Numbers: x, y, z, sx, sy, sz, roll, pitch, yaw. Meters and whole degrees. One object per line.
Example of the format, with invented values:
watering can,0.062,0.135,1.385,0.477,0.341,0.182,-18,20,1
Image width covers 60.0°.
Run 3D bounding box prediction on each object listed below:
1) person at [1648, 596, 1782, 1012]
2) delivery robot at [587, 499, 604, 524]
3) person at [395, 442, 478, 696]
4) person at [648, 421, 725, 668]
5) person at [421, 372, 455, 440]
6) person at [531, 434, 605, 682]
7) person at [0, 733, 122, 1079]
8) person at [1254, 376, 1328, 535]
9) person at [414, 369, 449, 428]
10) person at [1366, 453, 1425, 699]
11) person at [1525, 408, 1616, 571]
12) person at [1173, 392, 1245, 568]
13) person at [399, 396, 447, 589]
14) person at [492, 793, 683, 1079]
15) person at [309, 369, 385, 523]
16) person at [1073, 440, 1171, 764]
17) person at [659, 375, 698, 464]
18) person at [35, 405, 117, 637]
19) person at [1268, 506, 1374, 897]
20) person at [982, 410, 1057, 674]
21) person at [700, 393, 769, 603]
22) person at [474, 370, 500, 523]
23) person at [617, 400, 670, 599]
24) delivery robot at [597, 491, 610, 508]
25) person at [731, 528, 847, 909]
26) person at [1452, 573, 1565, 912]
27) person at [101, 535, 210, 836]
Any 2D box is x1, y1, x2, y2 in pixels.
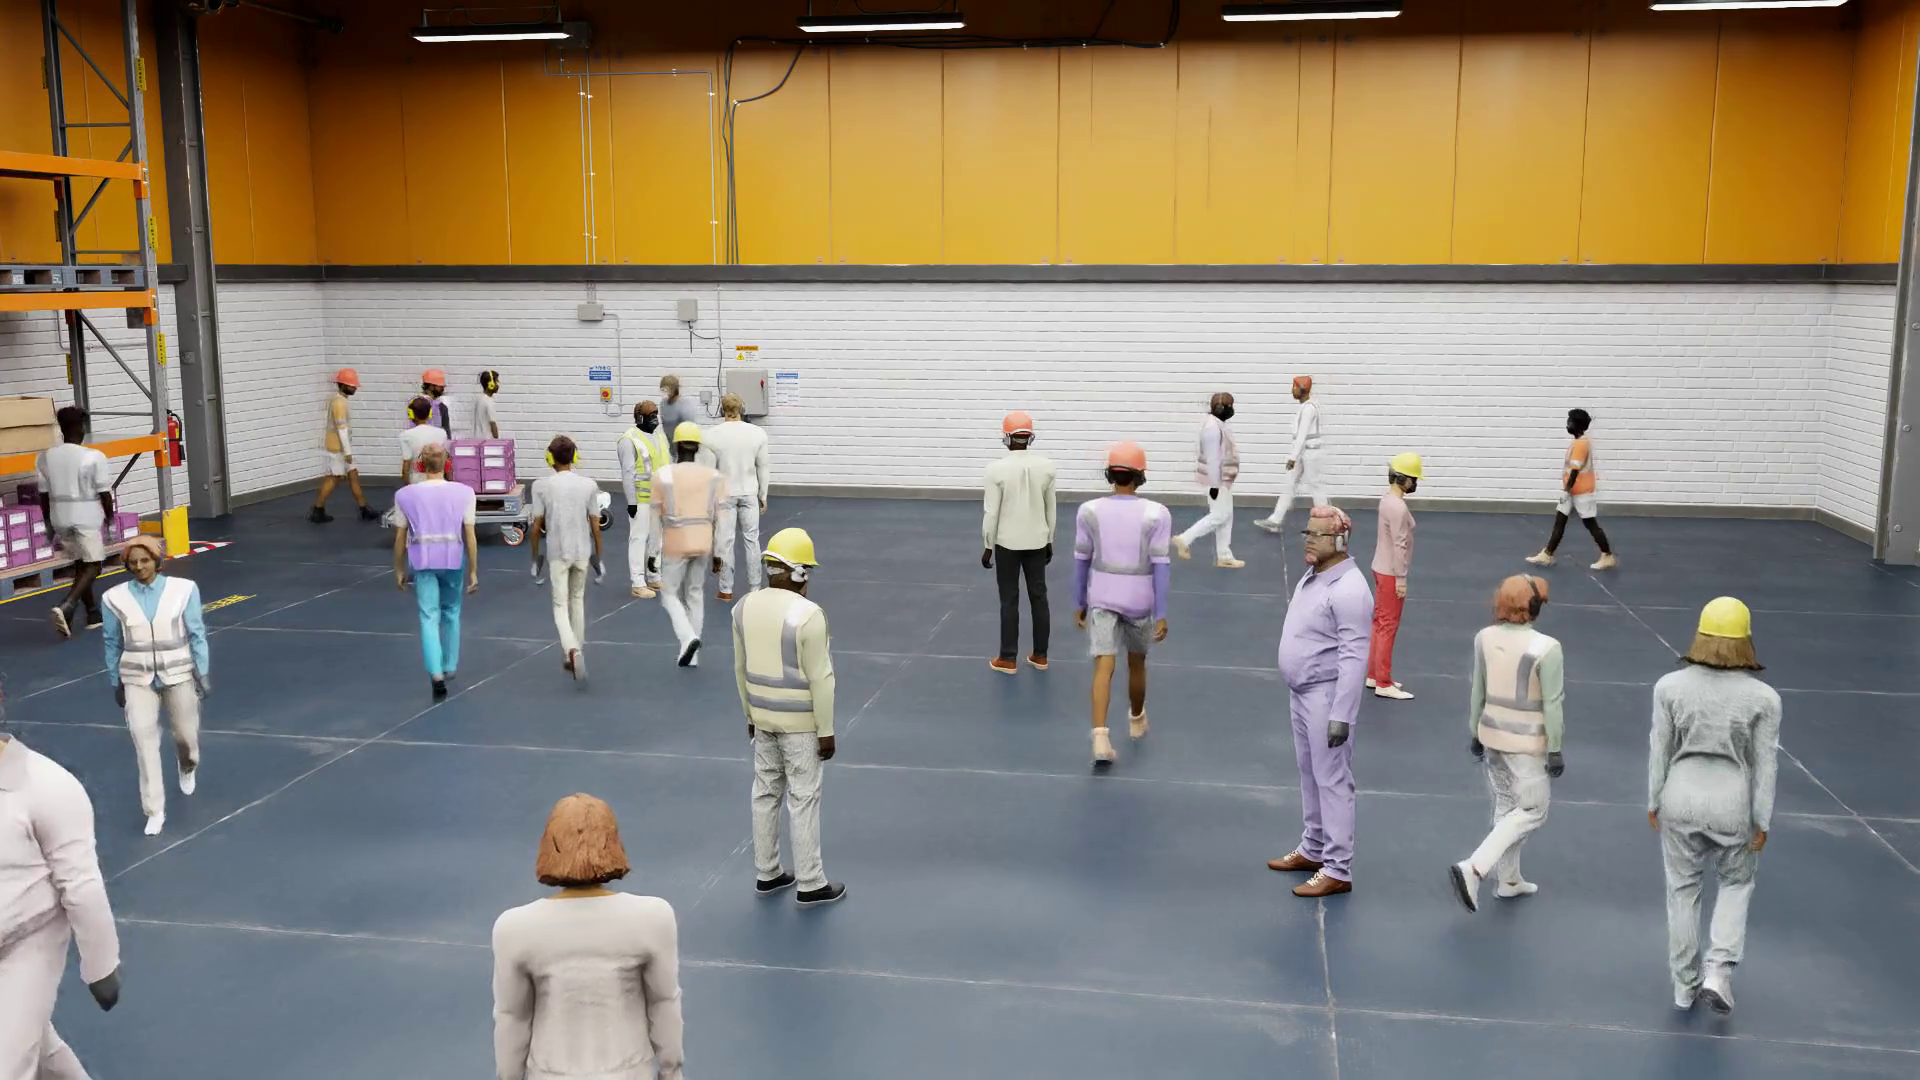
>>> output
person,3.057,1.088,6.795,0.485,1.730,0.383,5,11,29
delivery robot,-4.464,-0.360,19.111,0.707,0.478,0.477,0,9,-2
person,-3.787,0.200,12.056,0.578,1.812,0.915,-3,10,-17
person,-2.066,0.054,12.652,0.609,1.901,0.539,-5,10,-28
person,-6.225,-1.108,19.976,0.989,1.876,0.608,-4,10,-25
person,-2.893,0.145,12.319,0.543,1.839,0.761,-5,10,-26
person,-2.980,1.297,5.149,0.657,1.854,1.018,2,9,13
person,3.860,-0.959,19.107,0.943,1.838,0.599,0,9,3
person,-6.187,-1.081,19.733,0.940,1.882,0.536,-7,11,-37
person,3.125,0.249,11.907,0.342,1.757,0.527,1,9,3
person,6.299,-0.512,16.938,0.876,1.651,0.541,3,10,16
person,2.581,-0.611,17.028,0.645,1.823,0.638,3,10,16
person,-5.171,-0.464,16.043,0.504,1.847,0.658,-7,11,-37
person,-1.015,1.498,4.572,0.506,1.628,0.277,-1,9,-7
person,-7.505,-1.134,20.120,0.878,1.882,0.619,-3,10,-17
person,1.001,0.377,10.397,0.621,1.997,1.066,3,10,16
person,-3.141,-0.902,18.634,0.548,1.896,0.654,-7,12,-38
person,-7.395,-0.161,13.889,0.609,1.939,0.857,1,9,5
person,1.758,0.776,8.151,0.409,1.912,0.651,-1,9,-7
person,0.442,0.015,12.617,0.613,1.995,0.391,-4,10,-22
person,-2.065,-0.384,15.284,0.627,1.934,0.371,-3,10,-18
person,-5.672,-1.116,20.067,0.409,1.853,0.517,-5,10,-27
person,-2.914,-0.387,15.589,0.429,1.844,0.626,4,10,25
delivery robot,-4.497,-0.439,19.602,0.707,0.478,0.477,-3,10,-19
person,-0.810,0.849,7.980,0.586,1.823,0.403,7,12,38
person,2.580,0.966,7.867,0.588,1.620,0.523,-4,10,-25
person,-4.421,0.756,9.187,0.521,1.617,0.668,-4,10,-21
